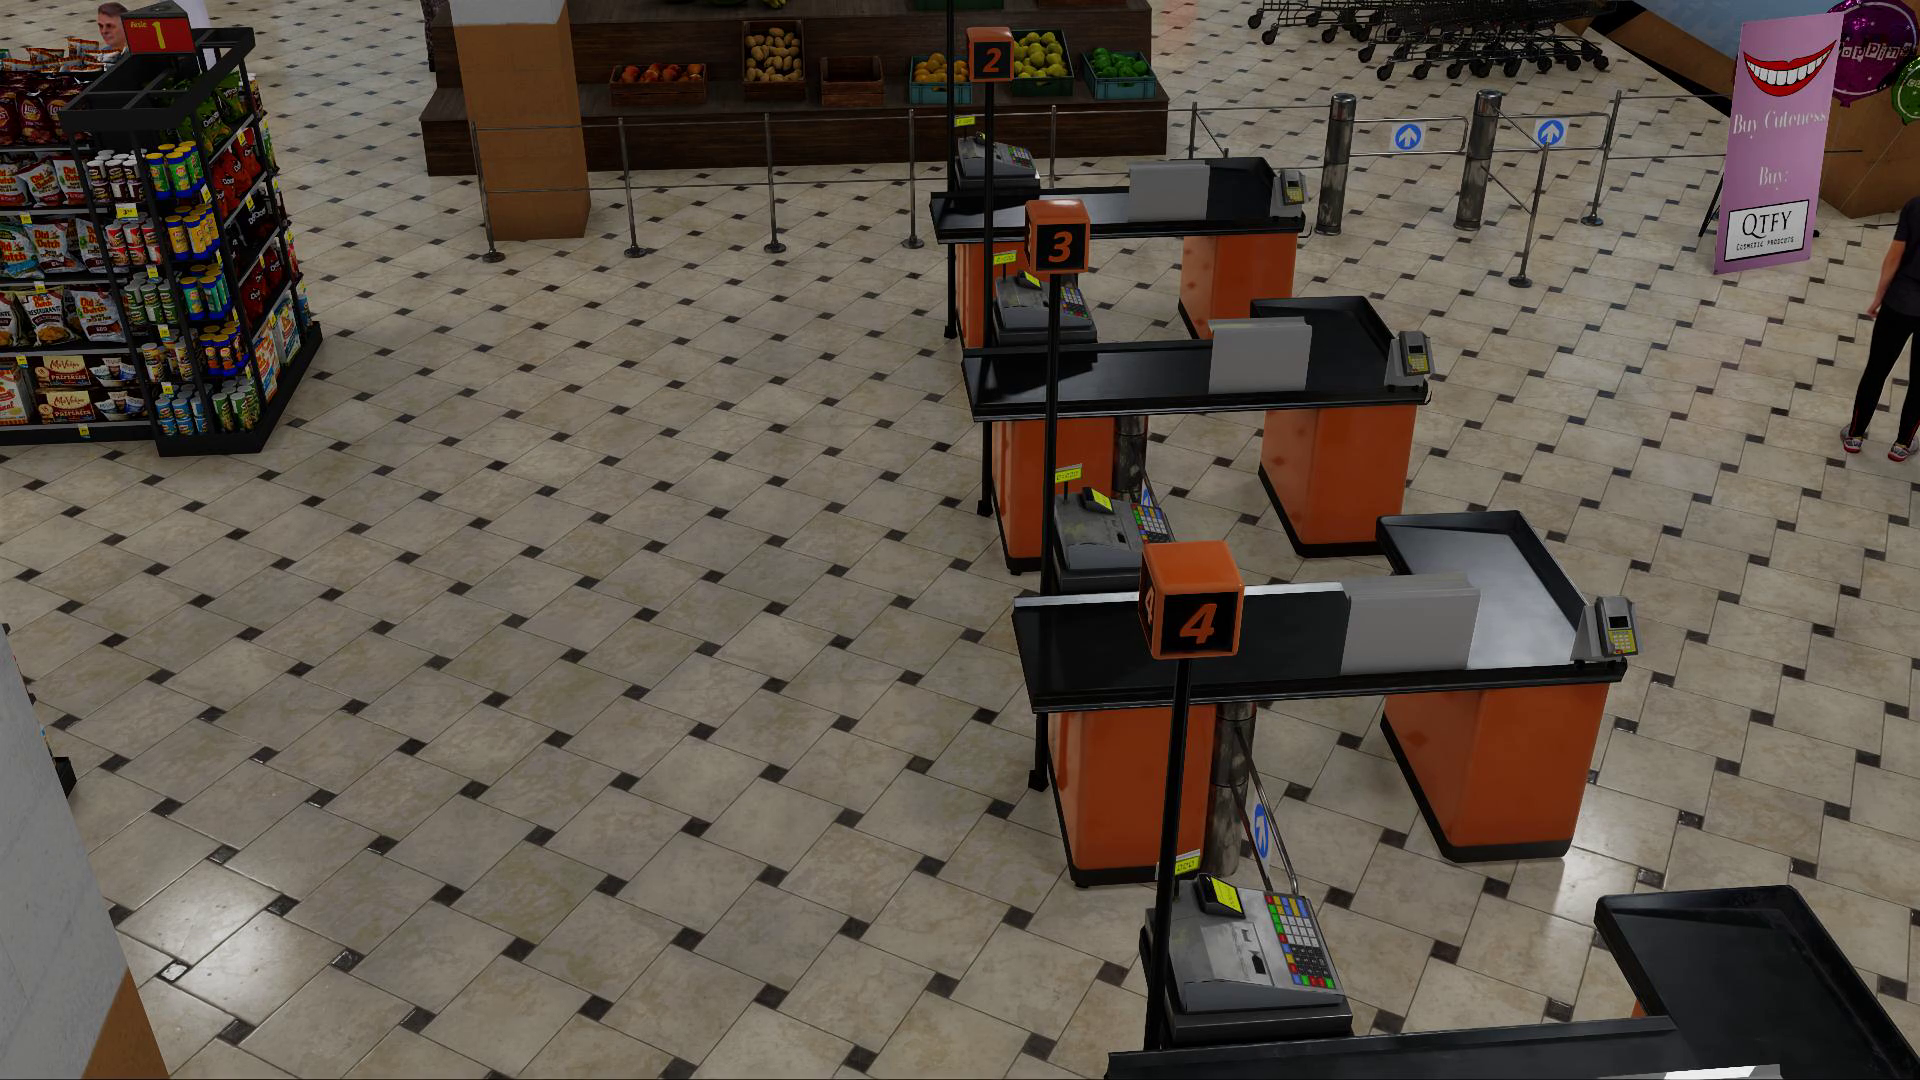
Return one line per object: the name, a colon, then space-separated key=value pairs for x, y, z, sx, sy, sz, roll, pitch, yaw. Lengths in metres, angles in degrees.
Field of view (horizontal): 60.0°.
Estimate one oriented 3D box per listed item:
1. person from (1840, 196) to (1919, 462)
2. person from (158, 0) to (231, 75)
person: x=5.213 y=-1.273 z=9.038 sx=0.673 sy=1.763 sz=0.778 roll=17 pitch=36 yaw=25
person: x=-7.170 y=-5.217 z=15.223 sx=0.846 sy=1.925 sz=0.811 roll=-25 pitch=40 yaw=-34
